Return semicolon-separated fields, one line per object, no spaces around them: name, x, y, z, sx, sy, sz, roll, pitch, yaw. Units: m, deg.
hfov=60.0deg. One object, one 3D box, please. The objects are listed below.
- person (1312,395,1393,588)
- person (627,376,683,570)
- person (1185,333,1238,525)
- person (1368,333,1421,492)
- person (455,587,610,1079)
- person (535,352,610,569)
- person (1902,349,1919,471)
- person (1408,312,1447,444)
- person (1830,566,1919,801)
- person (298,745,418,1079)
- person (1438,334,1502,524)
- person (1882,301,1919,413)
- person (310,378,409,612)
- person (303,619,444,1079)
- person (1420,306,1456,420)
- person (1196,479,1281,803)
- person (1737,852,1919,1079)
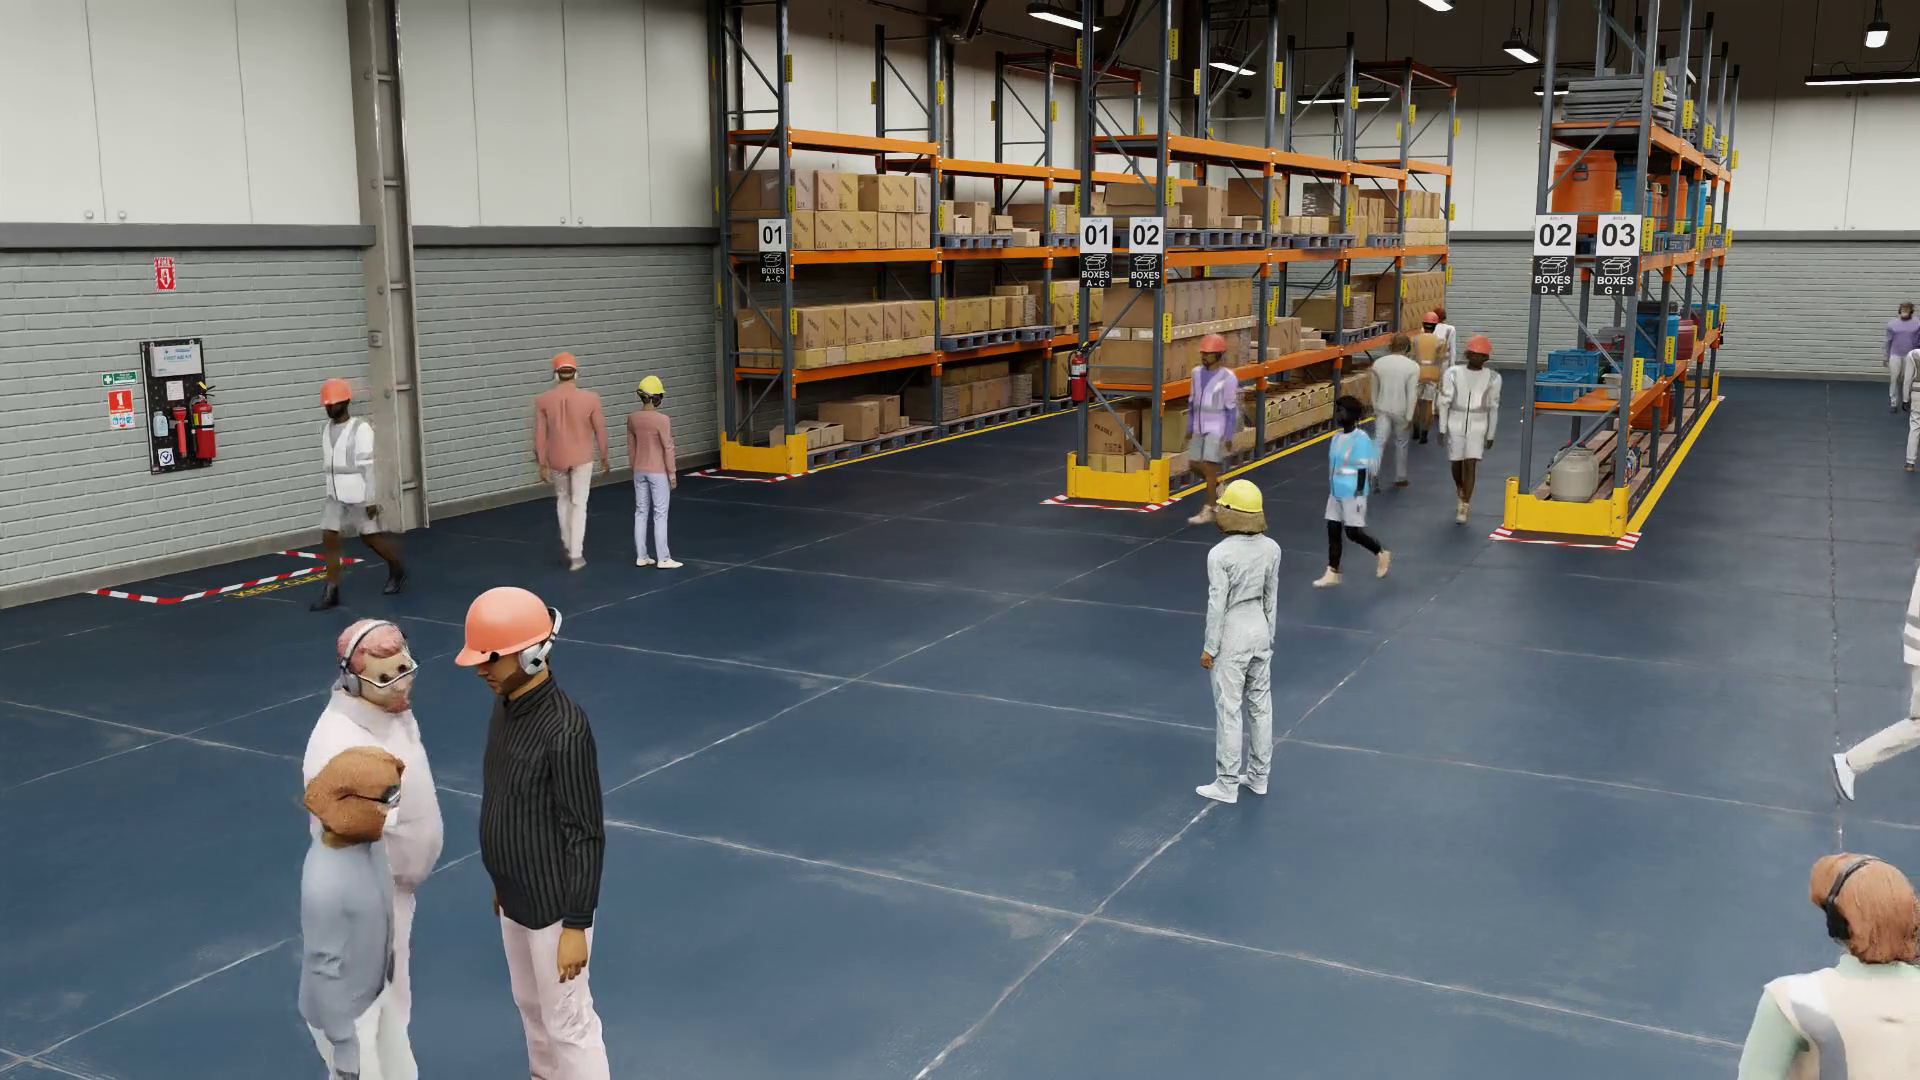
person;3.394;-0.415;14.325;0.647;1.677;0.541;-4;11;-20
person;-2.796;-0.611;15.170;0.525;1.769;0.311;6;12;31
person;2.673;-1.175;17.534;0.621;2.029;0.641;-8;13;-37
person;5.123;-1.508;19.745;0.636;1.902;1.022;7;13;35
person;-1.327;1.111;5.180;0.405;1.983;0.623;-8;13;-36
person;-3.566;-0.751;15.393;0.628;1.952;0.885;0;10;-1
person;12.469;-1.817;21.422;0.584;1.882;0.345;5;12;27
person;6.871;-2.393;24.468;0.575;1.909;0.724;4;11;19
person;5.064;0.638;8.772;0.699;1.612;0.521;5;11;24
person;-1.808;1.357;4.842;0.487;1.609;0.546;0;10;-2
person;5.449;-1.212;17.805;0.626;2.009;0.932;4;11;20
person;16.155;-3.136;28.497;0.645;1.925;0.471;8;13;36
person;-4.986;-0.405;13.724;0.546;1.898;0.936;5;11;23
person;-1.896;1.138;5.375;0.469;1.864;0.793;-2;11;-11
person;7.871;-2.912;27.432;0.611;1.867;0.526;4;11;22
person;1.498;0.539;8.955;0.492;1.746;0.285;-7;13;-34
person;2.085;1.517;3.986;0.539;1.604;0.709;0;10;-3
